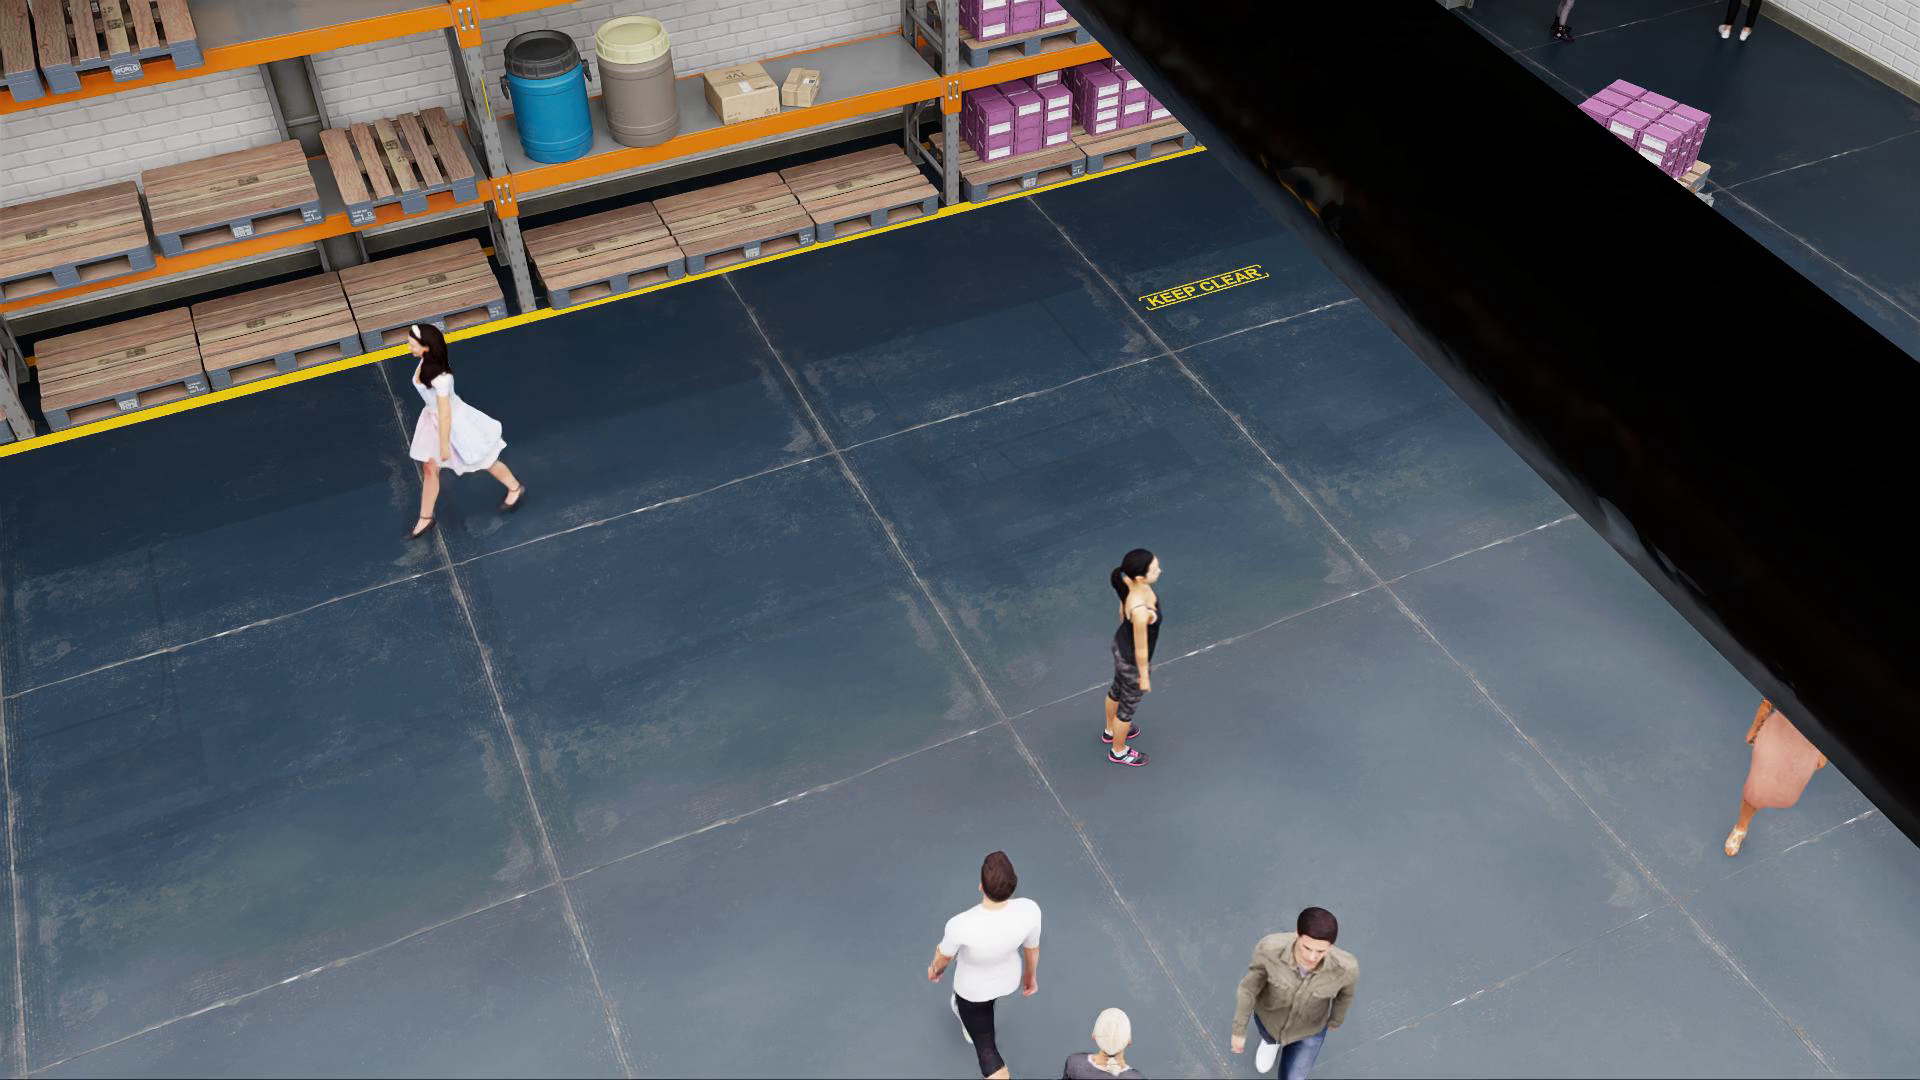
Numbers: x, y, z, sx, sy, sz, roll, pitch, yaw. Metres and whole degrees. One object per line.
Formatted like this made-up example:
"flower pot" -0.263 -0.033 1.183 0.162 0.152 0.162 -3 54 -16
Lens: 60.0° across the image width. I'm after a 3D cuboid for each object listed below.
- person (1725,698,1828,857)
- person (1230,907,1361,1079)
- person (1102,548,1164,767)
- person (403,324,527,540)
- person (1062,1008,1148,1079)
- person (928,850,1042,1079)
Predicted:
"person" 4.861 1.136 9.696 0.833 1.816 0.939 24 49 23
"person" 1.690 2.333 8.439 1.201 1.816 1.274 15 46 15
"person" 1.043 0.705 10.210 0.637 1.730 0.636 -4 44 -4
"person" -3.490 -0.776 11.745 1.185 1.758 0.697 -23 48 -22
"person" 0.643 2.932 7.910 1.106 1.680 1.145 13 45 14
"person" 0.175 2.309 8.460 1.125 1.822 0.725 -20 47 -20
